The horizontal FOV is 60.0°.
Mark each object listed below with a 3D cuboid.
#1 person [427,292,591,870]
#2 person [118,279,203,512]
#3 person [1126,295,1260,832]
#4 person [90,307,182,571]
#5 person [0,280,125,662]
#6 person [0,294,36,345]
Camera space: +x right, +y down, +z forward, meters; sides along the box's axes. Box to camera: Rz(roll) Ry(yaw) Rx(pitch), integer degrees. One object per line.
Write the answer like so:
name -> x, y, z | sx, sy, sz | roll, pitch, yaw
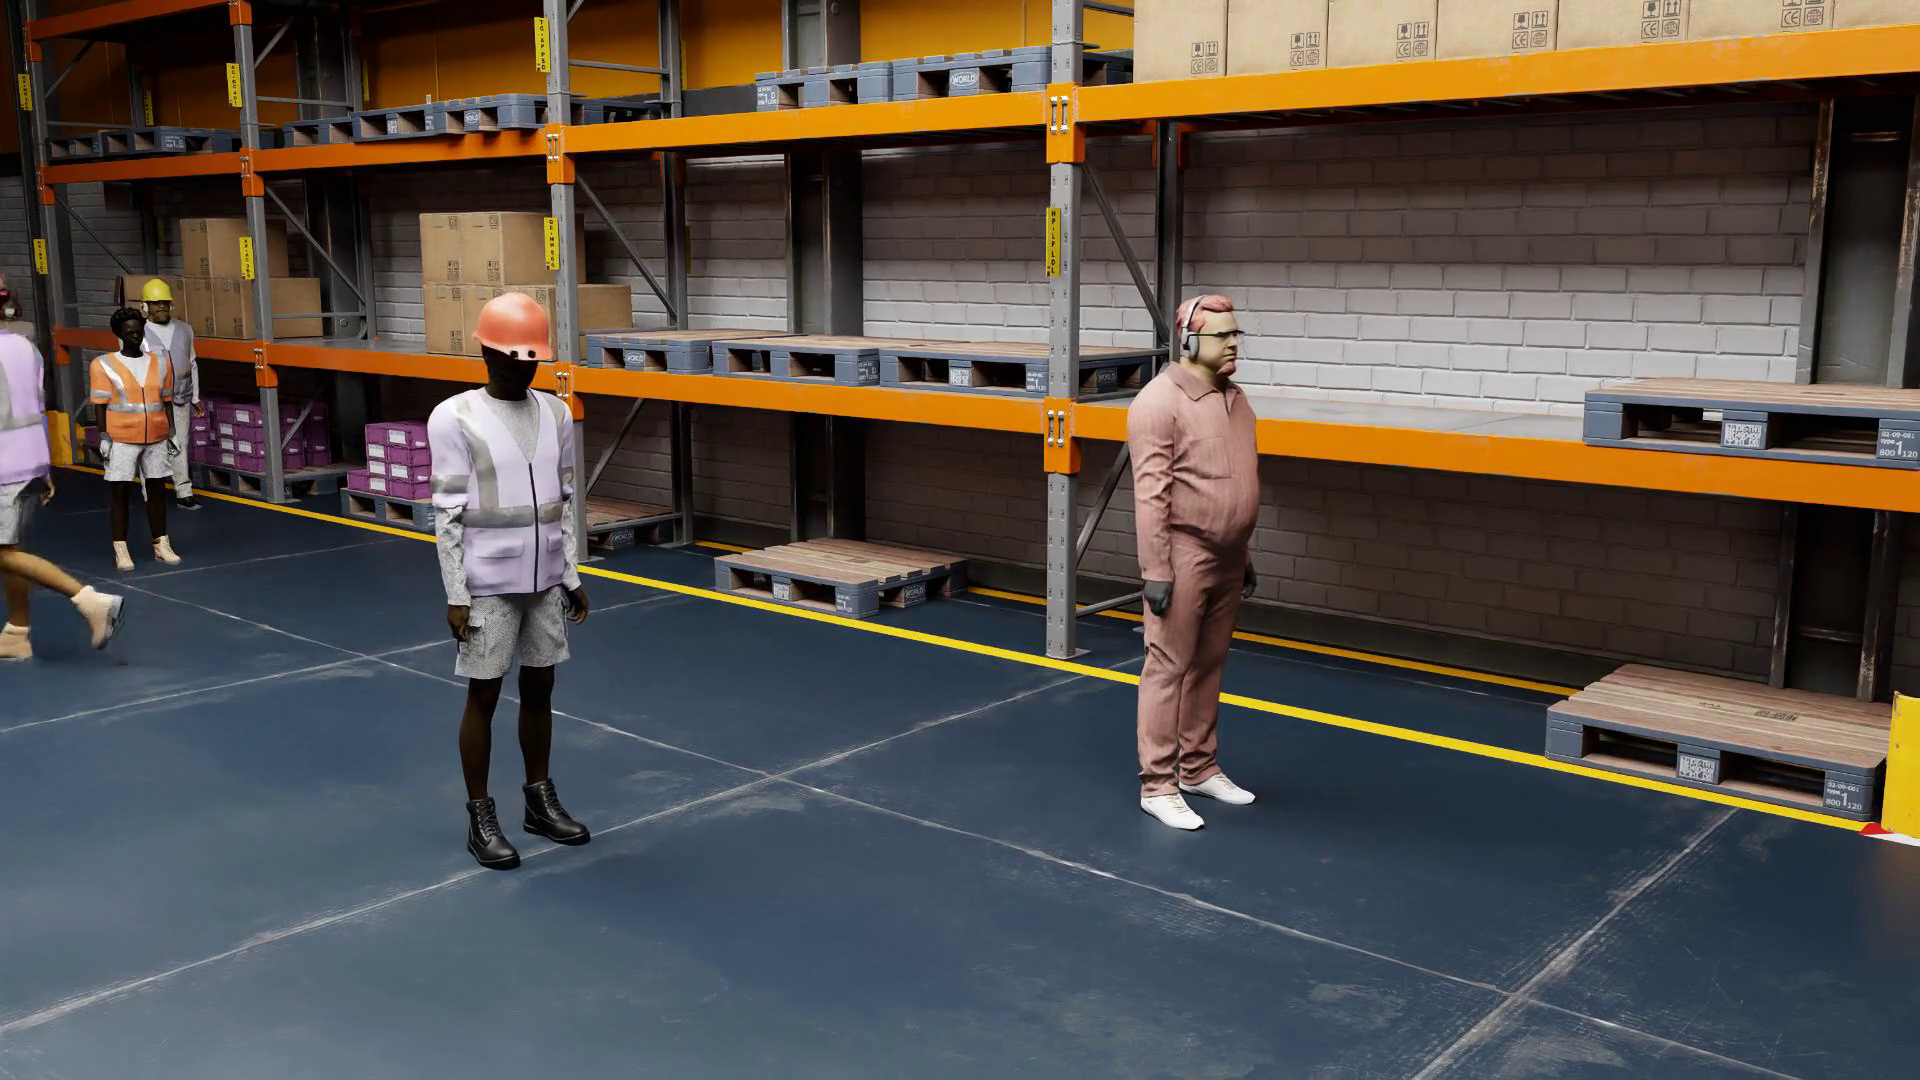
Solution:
person -> -1.500, 0.133, 5.647 | 0.372, 1.928, 0.543 | 9, 13, 40
person -> -6.253, -1.124, 13.072 | 0.403, 1.834, 0.589 | 9, 13, 40
person -> 0.882, 0.073, 6.047 | 0.407, 1.910, 0.639 | 9, 13, 40
person -> -5.335, -0.656, 10.793 | 0.319, 1.697, 0.533 | 9, 13, 40
person -> -4.585, -0.356, 8.197 | 0.782, 2.015, 0.626 | 0, 10, 0
person -> -9.378, -1.623, 16.477 | 0.280, 1.634, 0.498 | 9, 13, 40
